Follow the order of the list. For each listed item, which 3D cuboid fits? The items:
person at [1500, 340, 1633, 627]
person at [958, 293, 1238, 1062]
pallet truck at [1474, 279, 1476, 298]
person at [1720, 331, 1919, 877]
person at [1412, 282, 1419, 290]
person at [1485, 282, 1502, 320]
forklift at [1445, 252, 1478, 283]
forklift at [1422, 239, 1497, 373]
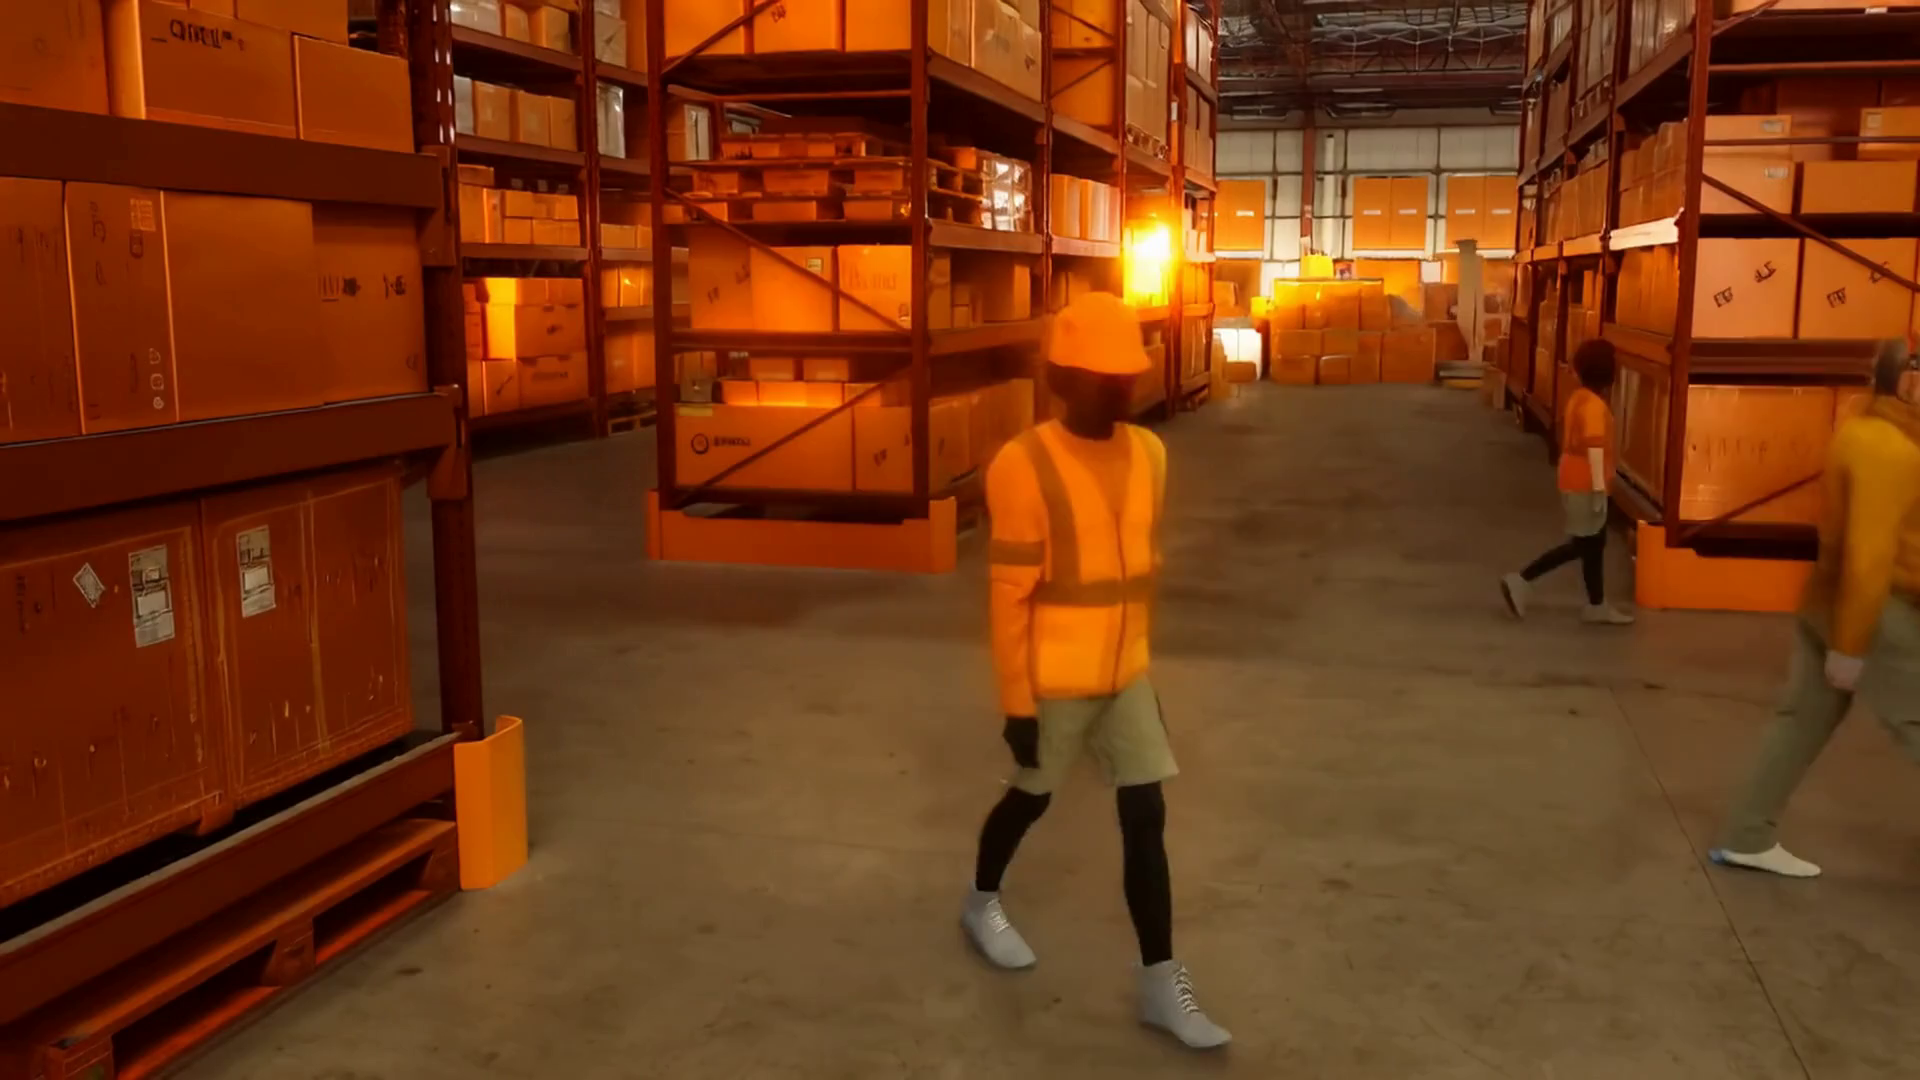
[{"bbox_3d":[3.545,-0.322,9.607,0.701,1.678,0.539,2,9,14],"label":"person"},{"bbox_3d":[0.311,0.329,4.534,0.630,1.993,1.059,-6,11,-35],"label":"person"},{"bbox_3d":[18.896,-8.459,60.307,1.885,1.965,0.823,5,10,31],"label":"pallet truck"},{"bbox_3d":[3.042,0.257,5.414,0.988,1.848,0.649,3,9,17],"label":"person"},{"bbox_3d":[15.537,-7.790,56.348,0.737,1.914,0.652,-2,9,-11],"label":"person"},{"bbox_3d":[15.091,-6.348,47.136,0.562,1.915,0.647,-1,9,-9],"label":"person"},{"bbox_3d":[15.464,-7.504,51.449,1.129,2.768,1.873,-2,9,-11],"label":"forklift"},{"bbox_3d":[10.570,-4.889,34.835,1.873,2.768,1.129,2,9,15],"label":"forklift"}]
